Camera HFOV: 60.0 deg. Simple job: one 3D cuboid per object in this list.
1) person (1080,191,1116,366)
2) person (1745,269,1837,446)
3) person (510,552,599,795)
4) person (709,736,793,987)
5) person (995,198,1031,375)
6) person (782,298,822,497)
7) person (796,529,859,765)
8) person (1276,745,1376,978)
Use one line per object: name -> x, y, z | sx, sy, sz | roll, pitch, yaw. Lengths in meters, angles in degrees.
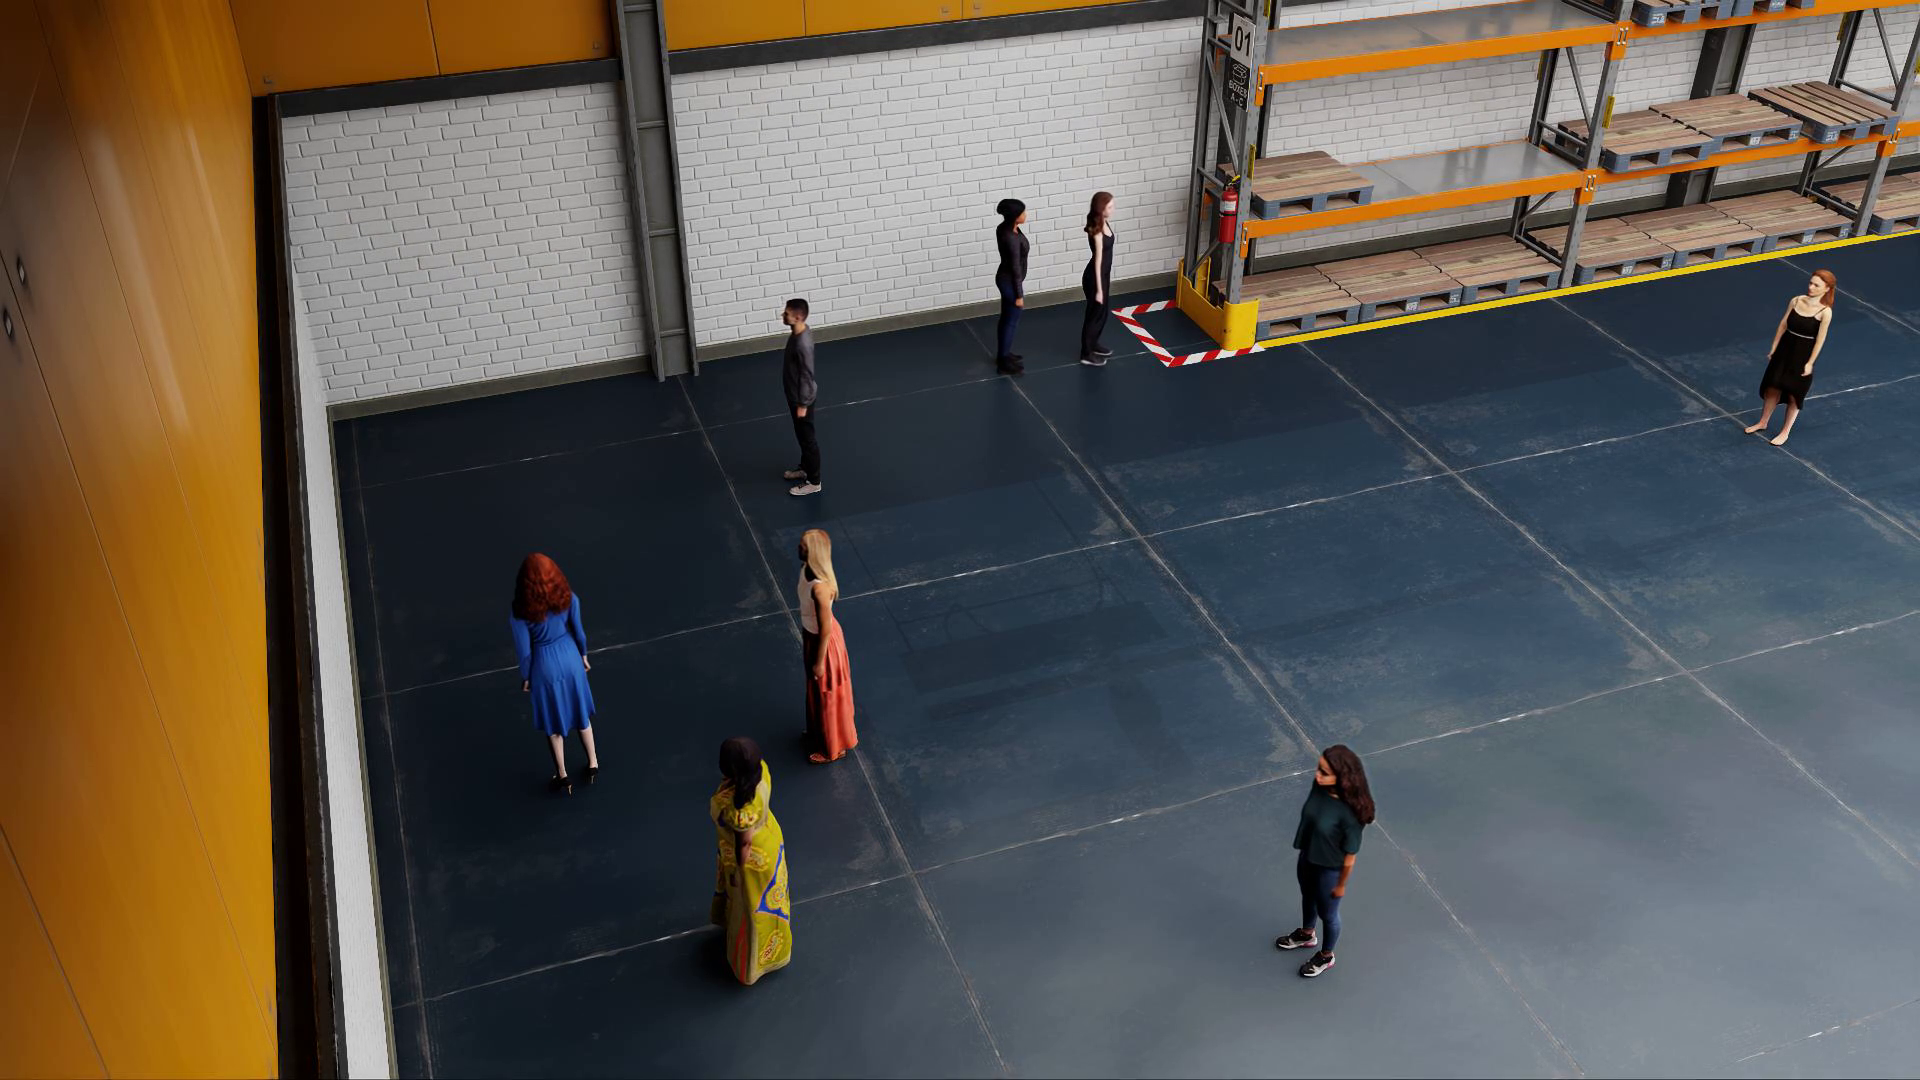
person -> 1.293, -2.500, 15.839 | 0.695, 1.742, 0.674 | 7, 34, 11
person -> 7.355, -1.622, 14.625 | 0.643, 1.625, 0.622 | -21, 39, -28
person -> -2.602, 0.870, 10.693 | 0.571, 1.827, 0.715 | -19, 38, -26
person -> -1.199, 1.767, 9.493 | 0.944, 1.661, 0.970 | 1, 34, 2
person -> 0.459, -2.395, 15.676 | 0.592, 1.749, 0.657 | -6, 34, -9
person -> -1.322, -1.211, 13.883 | 0.578, 1.761, 0.642 | -7, 34, -10
person -> -0.910, 0.692, 10.984 | 0.601, 1.803, 0.651 | -8, 34, -11
person -> 2.083, 1.815, 9.463 | 0.586, 1.615, 0.598 | -13, 36, -19
